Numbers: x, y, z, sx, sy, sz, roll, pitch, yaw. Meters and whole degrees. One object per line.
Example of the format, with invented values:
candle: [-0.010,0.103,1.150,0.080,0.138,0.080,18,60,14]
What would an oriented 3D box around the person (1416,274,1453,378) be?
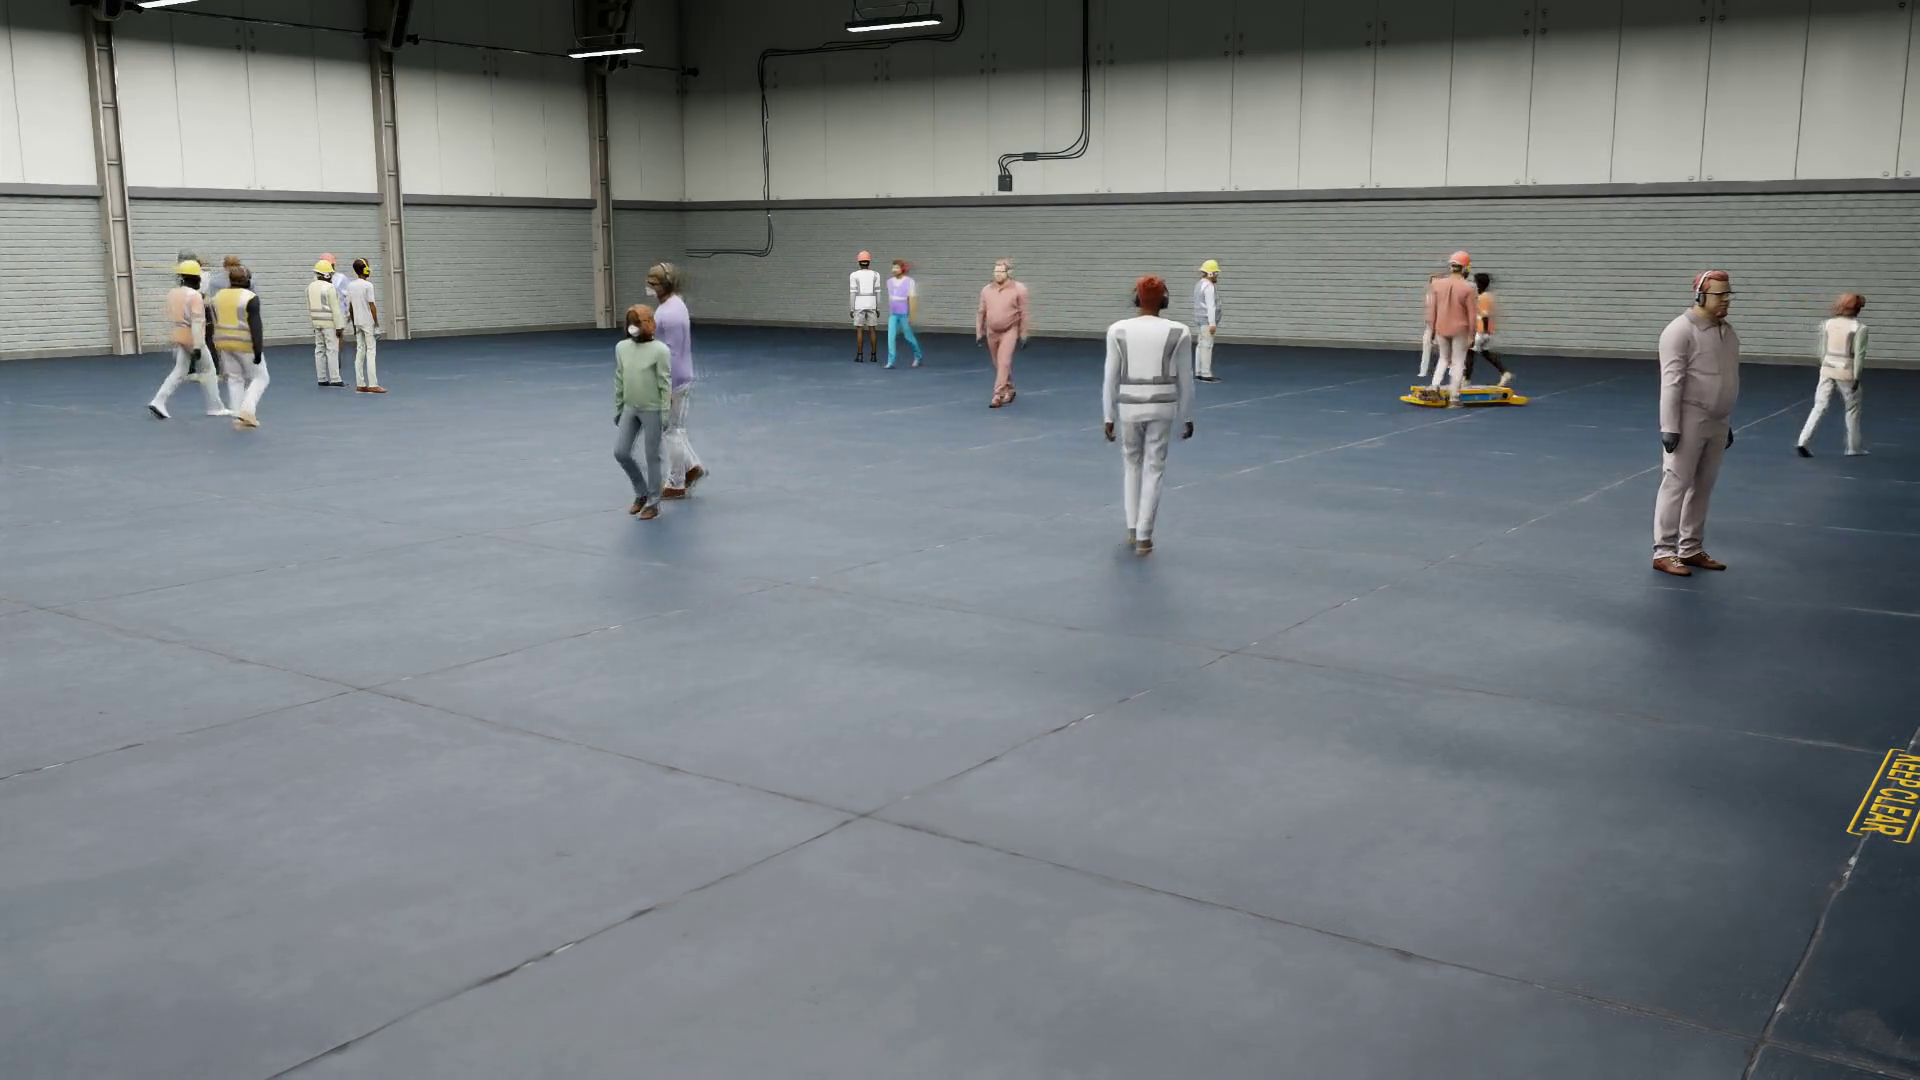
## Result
person: [7.454,-3.336,25.876,0.786,1.612,0.512,-9,13,-40]

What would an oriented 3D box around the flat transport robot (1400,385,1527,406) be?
flat transport robot: [6.476,-1.867,21.404,1.431,0.197,0.652,-2,10,-11]

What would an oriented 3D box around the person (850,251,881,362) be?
person: [-1.665,-4.079,29.128,0.552,1.935,0.351,-3,11,-17]

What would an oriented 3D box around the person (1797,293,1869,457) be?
person: [8.513,-1.592,16.136,0.826,1.605,0.519,-5,11,-26]

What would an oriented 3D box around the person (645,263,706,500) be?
person: [-2.364,-1.261,13.393,0.434,1.918,0.650,-2,10,-10]

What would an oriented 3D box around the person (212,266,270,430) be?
person: [-7.988,-2.129,18.508,0.642,1.827,0.433,3,11,18]

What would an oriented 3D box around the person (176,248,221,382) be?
person: [-11.457,-3.357,24.791,0.721,2.000,0.688,-9,13,-40]

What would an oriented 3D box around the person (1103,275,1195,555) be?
person: [1.297,-0.855,11.276,0.595,1.855,0.725,3,10,15]

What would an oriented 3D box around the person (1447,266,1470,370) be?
person: [8.191,-3.658,27.248,0.313,1.768,0.528,-9,13,-40]

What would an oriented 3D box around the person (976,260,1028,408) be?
person: [0.547,-2.658,21.384,0.657,1.865,0.979,5,11,26]

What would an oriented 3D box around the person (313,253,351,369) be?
person: [-10.380,-3.752,27.388,0.566,1.899,0.896,-1,10,-7]

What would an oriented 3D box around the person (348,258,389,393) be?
person: [-8.242,-2.969,23.087,0.513,1.877,0.328,6,12,29]

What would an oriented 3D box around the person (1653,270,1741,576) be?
person: [4.667,-0.732,10.469,0.652,1.906,0.403,-6,12,-32]

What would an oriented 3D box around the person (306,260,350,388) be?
person: [-9.085,-3.090,23.880,0.591,1.833,0.403,6,12,29]

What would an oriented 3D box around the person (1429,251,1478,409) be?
person: [6.202,-2.632,20.899,0.647,1.975,0.477,9,14,42]

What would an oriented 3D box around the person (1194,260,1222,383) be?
person: [3.709,-3.264,24.866,0.404,1.827,0.600,-2,10,-10]

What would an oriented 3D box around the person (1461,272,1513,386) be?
person: [7.538,-3.000,23.841,0.803,1.668,0.530,3,11,18]

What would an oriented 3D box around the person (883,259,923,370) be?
person: [-0.946,-3.750,27.634,0.574,1.819,0.869,7,12,34]

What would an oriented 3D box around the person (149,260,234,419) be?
person: [-9.216,-2.384,19.794,0.594,1.890,0.963,7,13,36]

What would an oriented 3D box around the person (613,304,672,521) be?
person: [-2.390,-0.951,12.459,0.520,1.620,0.341,5,11,24]

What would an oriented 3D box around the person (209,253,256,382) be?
person: [-10.751,-3.270,24.640,0.662,1.919,0.491,-6,12,-29]
